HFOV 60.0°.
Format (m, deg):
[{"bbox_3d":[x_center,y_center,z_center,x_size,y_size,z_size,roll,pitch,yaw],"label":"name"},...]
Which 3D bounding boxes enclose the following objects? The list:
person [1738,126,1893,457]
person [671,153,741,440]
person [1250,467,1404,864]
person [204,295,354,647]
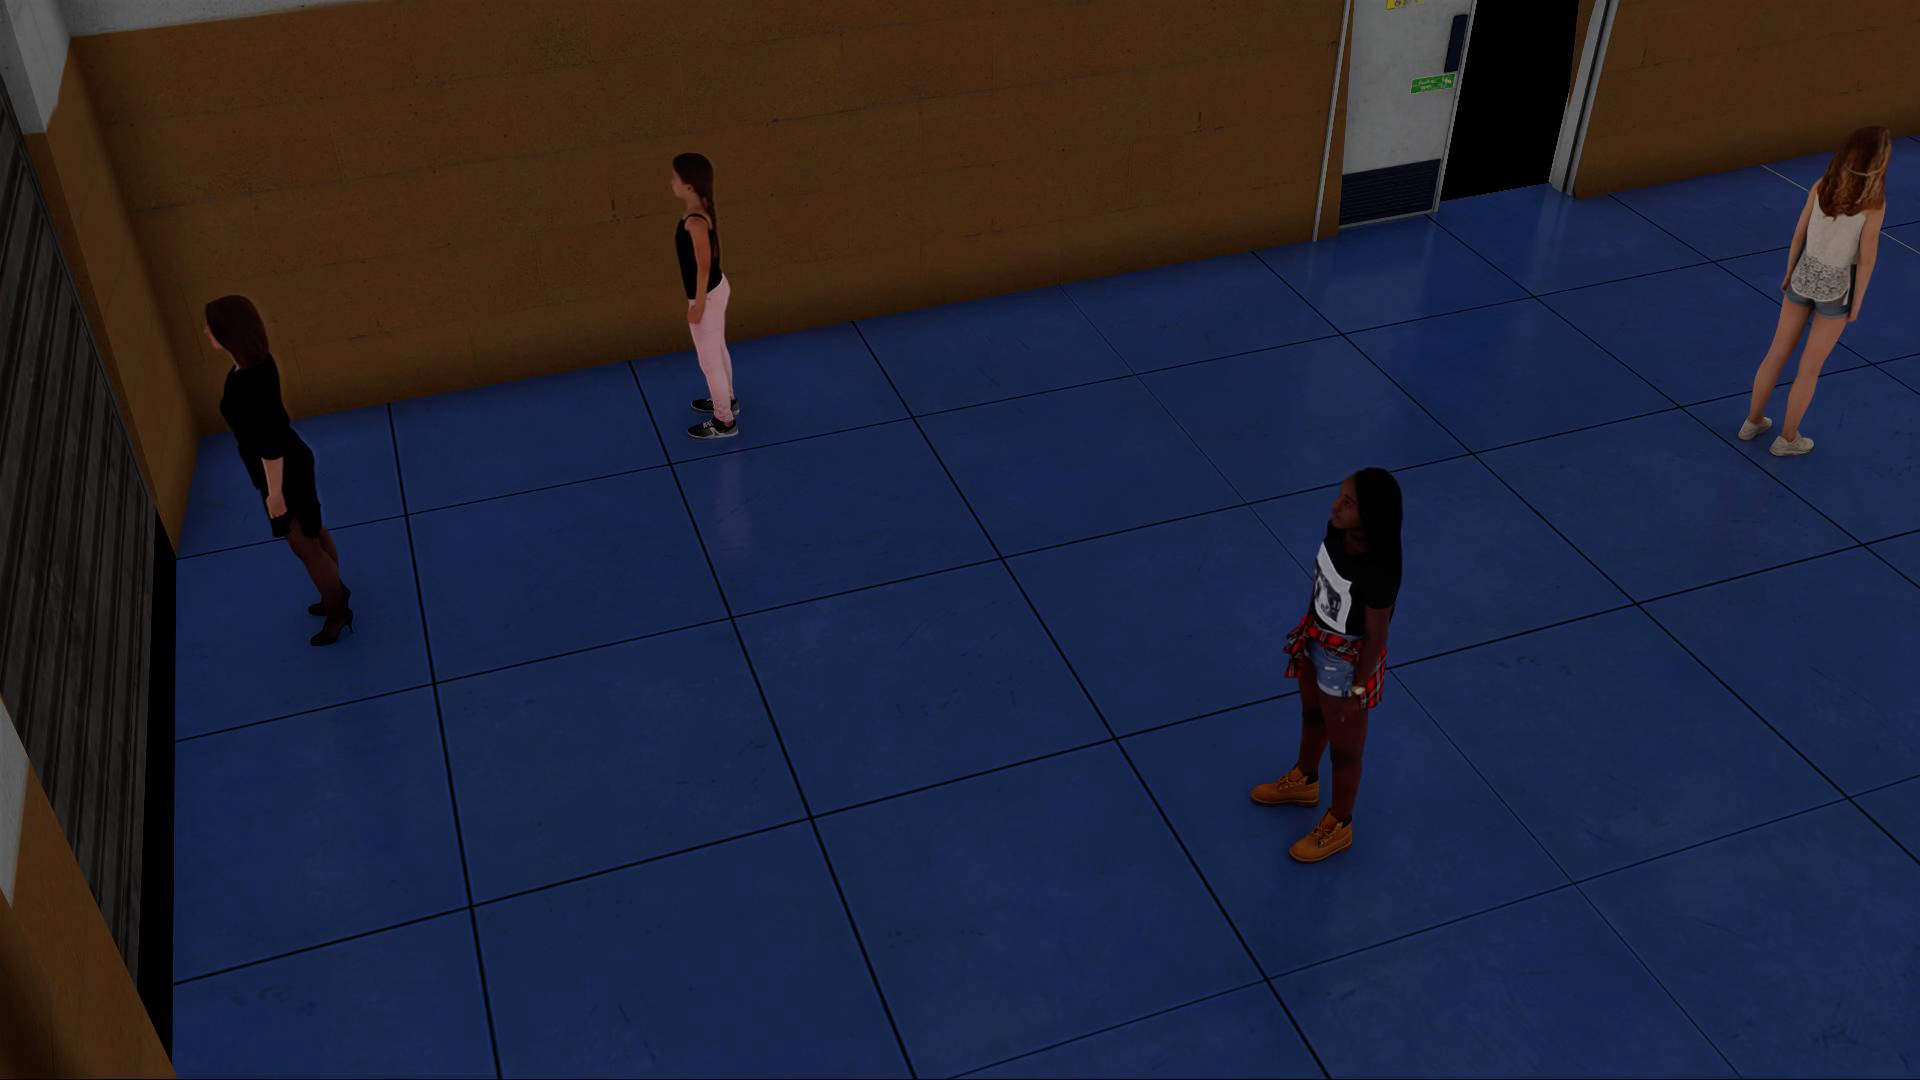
[{"bbox_3d":[4.292,-1.229,8.321,0.675,1.759,0.518,-20,41,-25],"label":"person"},{"bbox_3d":[-1.301,-1.248,8.508,0.661,1.564,0.543,0,37,0],"label":"person"},{"bbox_3d":[1.393,0.450,6.109,0.682,1.728,0.546,-9,38,-12],"label":"person"},{"bbox_3d":[-2.879,-0.280,7.088,0.654,1.704,0.444,-10,38,-13],"label":"person"}]
